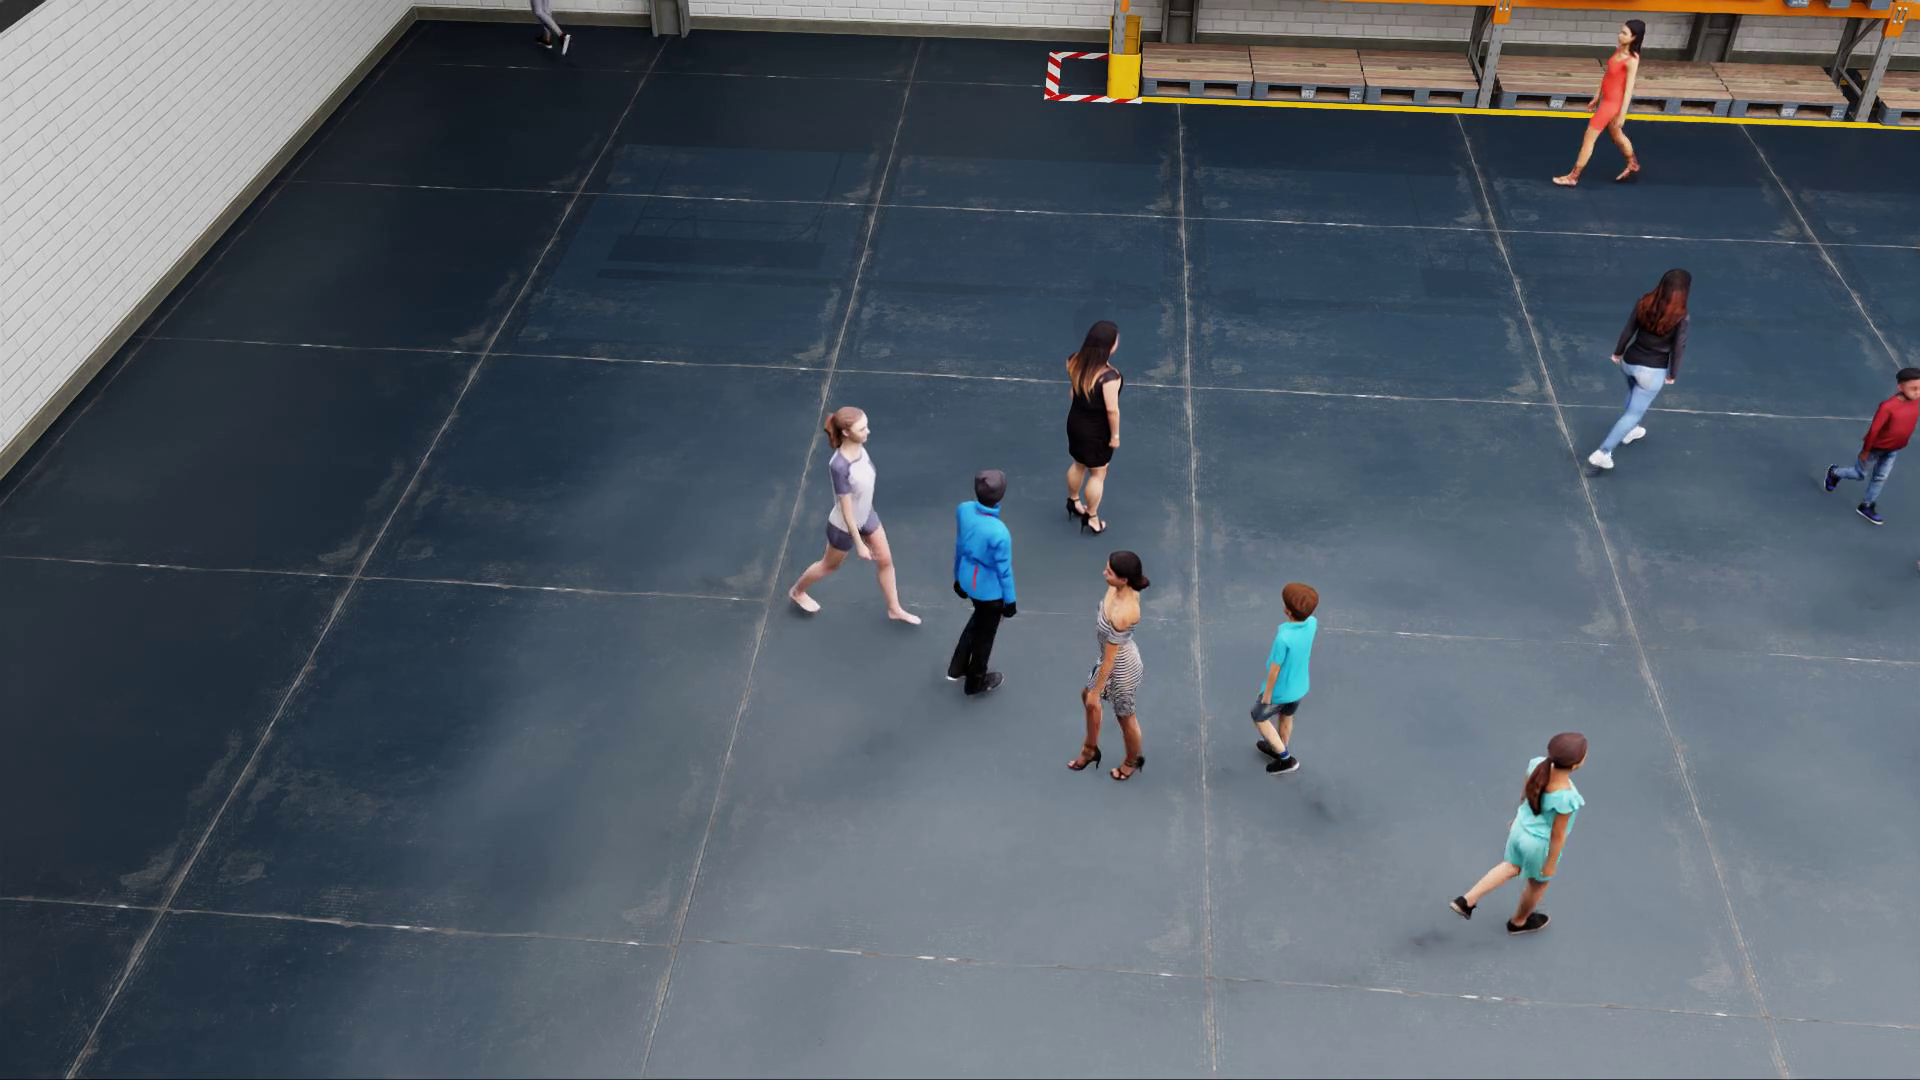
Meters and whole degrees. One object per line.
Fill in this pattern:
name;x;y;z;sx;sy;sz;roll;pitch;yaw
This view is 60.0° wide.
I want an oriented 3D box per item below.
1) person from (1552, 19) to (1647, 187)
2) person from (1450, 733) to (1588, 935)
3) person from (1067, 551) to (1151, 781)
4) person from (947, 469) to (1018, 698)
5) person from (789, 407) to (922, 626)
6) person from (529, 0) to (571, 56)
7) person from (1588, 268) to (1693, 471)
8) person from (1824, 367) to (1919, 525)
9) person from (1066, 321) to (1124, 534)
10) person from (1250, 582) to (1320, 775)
person;6.437;-4.228;16.197;1.134;1.682;0.637;1;39;1
person;3.048;1.624;8.977;0.924;1.548;0.723;-9;40;-11
person;1.029;0.782;9.822;0.709;1.807;0.647;0;39;1
person;0.067;0.332;10.407;0.811;1.782;0.754;-26;45;-29
person;-0.804;-0.124;11.027;1.212;1.720;0.802;15;41;17
person;-4.704;-6.334;18.812;1.039;1.708;0.896;29;47;31
person;5.123;-1.266;12.560;1.138;1.592;1.052;-24;44;-27
person;6.721;-0.740;12.182;0.763;1.241;0.723;-10;40;-12
person;0.937;-0.792;11.870;0.797;1.712;0.744;-25;45;-28
person;2.007;0.878;9.997;0.682;1.439;0.742;-30;47;-32
